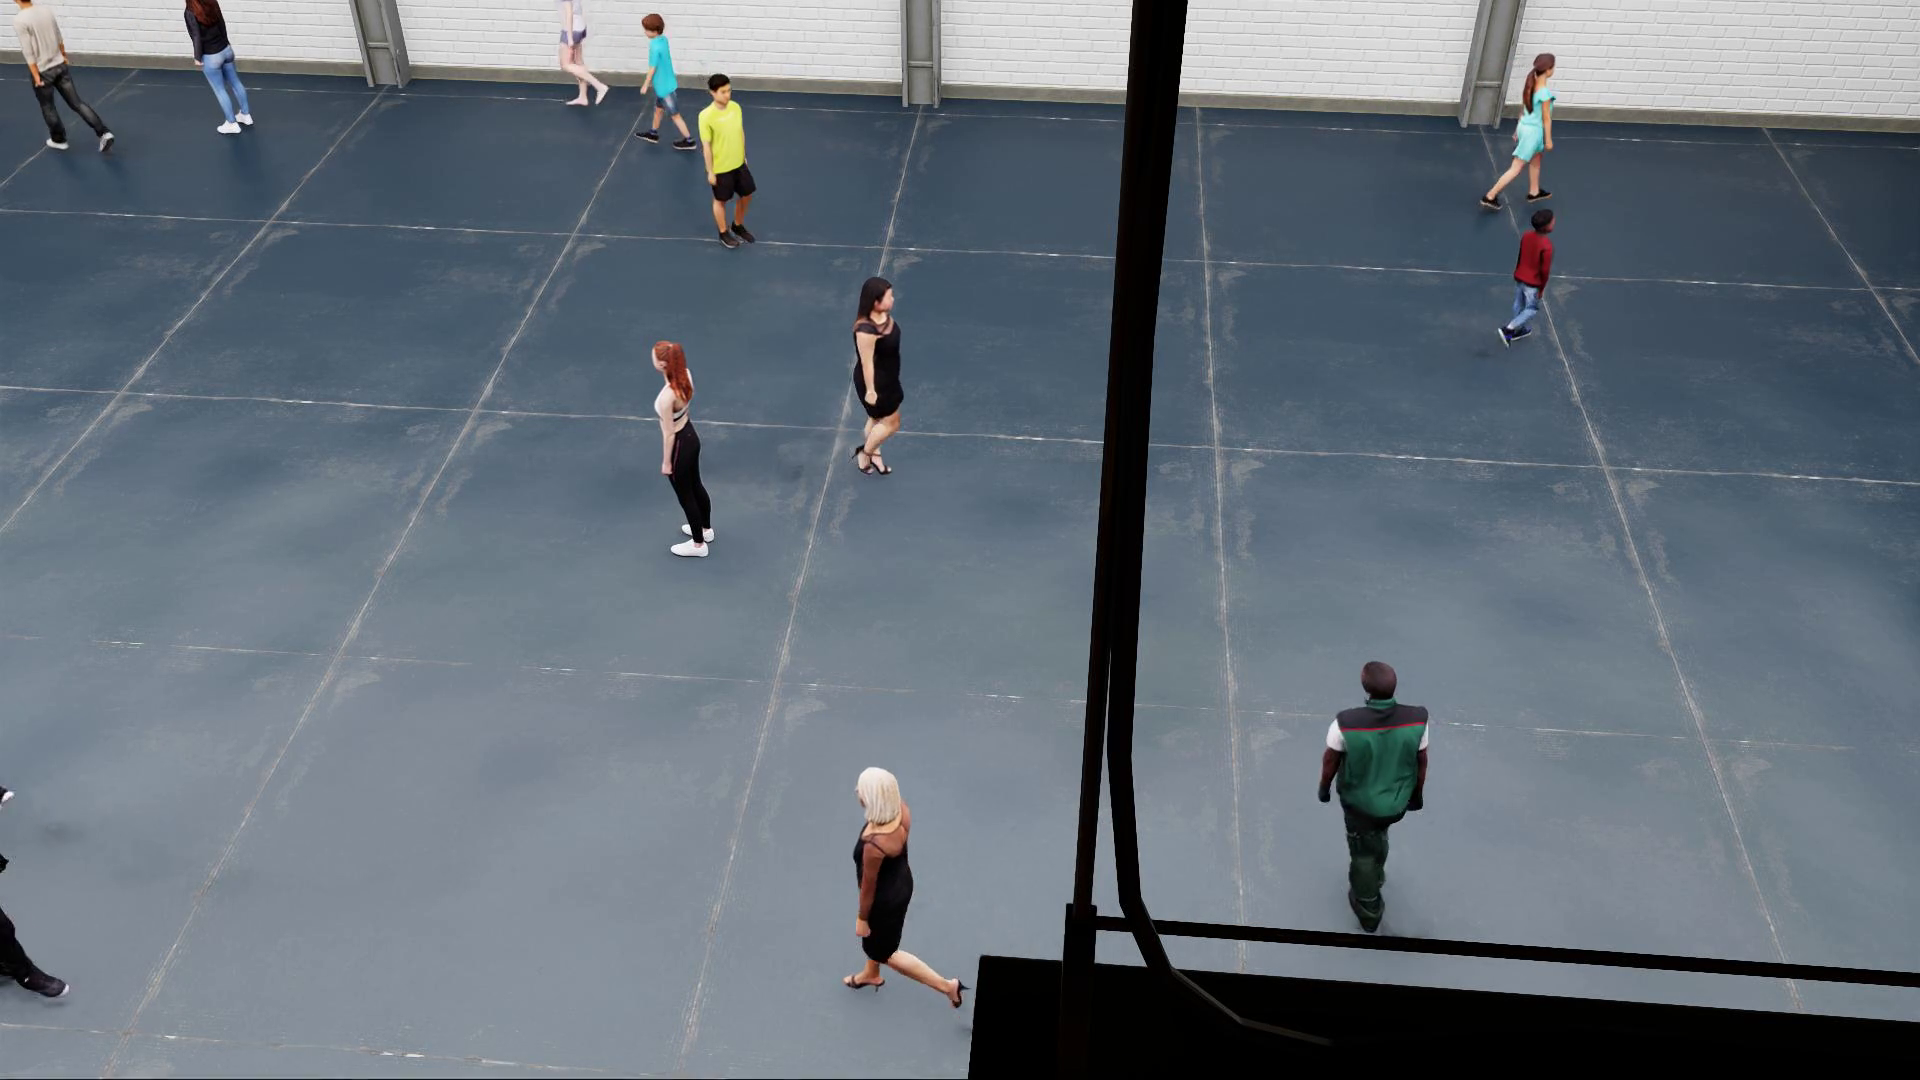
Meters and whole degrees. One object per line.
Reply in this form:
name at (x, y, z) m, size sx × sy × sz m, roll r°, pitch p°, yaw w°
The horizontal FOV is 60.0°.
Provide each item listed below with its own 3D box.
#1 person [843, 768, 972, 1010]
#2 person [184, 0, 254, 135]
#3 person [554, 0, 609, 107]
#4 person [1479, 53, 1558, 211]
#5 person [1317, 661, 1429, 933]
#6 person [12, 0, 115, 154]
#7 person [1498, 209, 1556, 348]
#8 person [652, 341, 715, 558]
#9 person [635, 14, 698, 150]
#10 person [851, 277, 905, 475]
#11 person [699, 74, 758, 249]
person at (-0.313, 1.850, 8.518) m, size 1.013 × 1.727 × 0.728 m, roll 11°, pitch 40°, yaw 14°
person at (-7.706, -5.031, 17.210) m, size 0.659 × 1.633 × 0.700 m, roll 14°, pitch 41°, yaw 17°
person at (-4.013, -5.402, 17.575) m, size 0.735 × 1.757 × 0.596 m, roll 1°, pitch 39°, yaw 1°
person at (5.366, -3.840, 15.801) m, size 1.103 × 1.531 × 0.749 m, roll -7°, pitch 39°, yaw -9°
person at (2.272, 1.422, 8.990) m, size 0.773 × 1.808 × 0.871 m, roll 2°, pitch 39°, yaw 3°
person at (-9.056, -4.718, 16.700) m, size 1.191 × 1.781 × 0.894 m, roll 15°, pitch 41°, yaw 18°
person at (4.738, -2.187, 13.960) m, size 0.771 × 1.245 × 0.671 m, roll -16°, pitch 41°, yaw -19°
person at (-1.942, -0.638, 11.622) m, size 0.546 × 1.742 × 0.615 m, roll 9°, pitch 39°, yaw 11°
person at (-2.928, -4.610, 16.857) m, size 0.872 × 1.416 × 0.535 m, roll 2°, pitch 39°, yaw 2°
person at (-0.701, -1.176, 12.325) m, size 0.633 × 1.705 × 0.659 m, roll 3°, pitch 39°, yaw 4°
person at (-2.198, -3.487, 15.227) m, size 0.832 × 1.694 × 0.783 m, roll 32°, pitch 48°, yaw 33°
